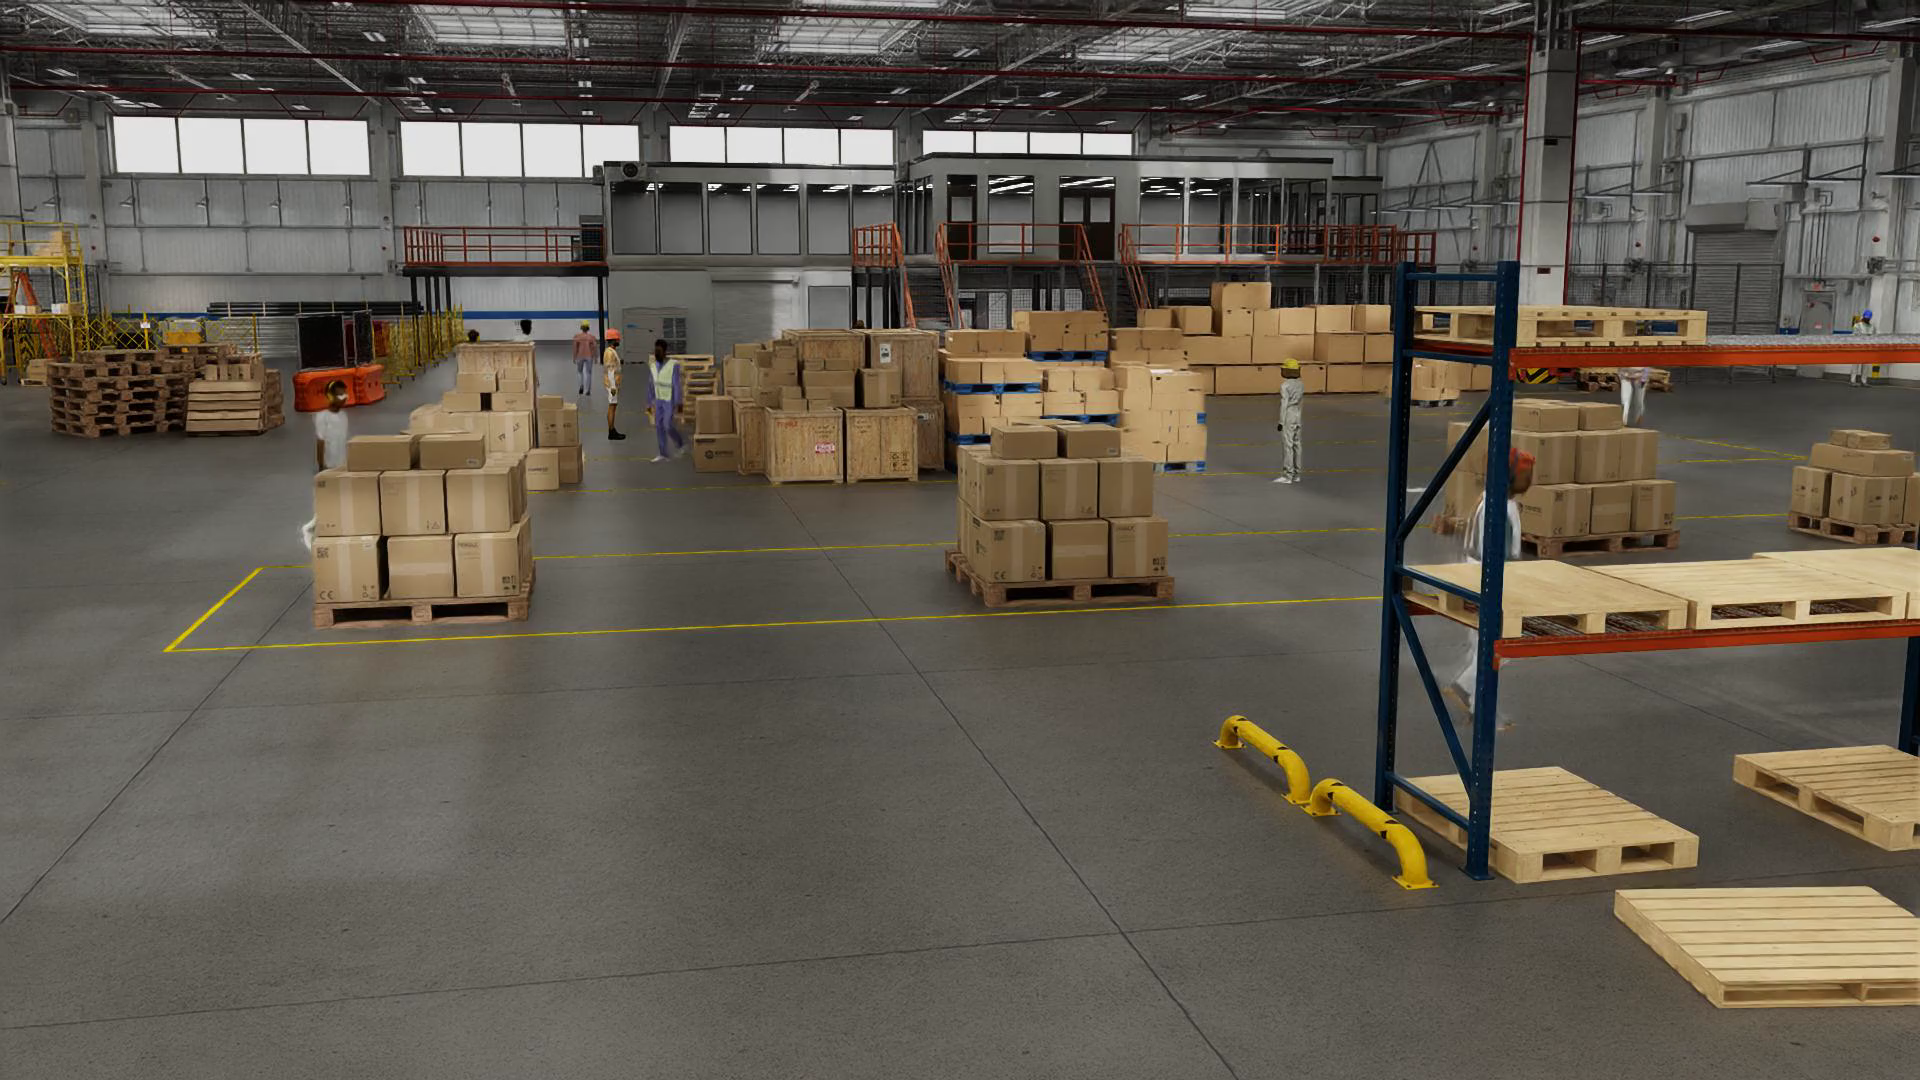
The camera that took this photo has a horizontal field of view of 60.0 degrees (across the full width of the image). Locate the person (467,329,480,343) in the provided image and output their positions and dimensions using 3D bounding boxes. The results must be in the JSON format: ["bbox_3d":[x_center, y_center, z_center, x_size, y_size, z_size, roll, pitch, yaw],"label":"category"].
[{"bbox_3d":[-9.314,-3.107,31.771,0.527,1.838,0.919,1,9,6],"label":"person"}]

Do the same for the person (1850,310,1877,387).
[{"bbox_3d":[22.614,-4.779,41.624,0.604,1.937,0.403,0,9,0],"label":"person"}]

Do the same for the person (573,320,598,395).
[{"bbox_3d":[-8.831,-4.302,39.245,0.559,1.750,0.449,-2,9,-11],"label":"person"}]

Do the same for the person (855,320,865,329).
[{"bbox_3d":[-2.193,-3.950,36.850,0.508,1.847,0.345,1,9,6],"label":"person"}]

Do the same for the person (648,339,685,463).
[{"bbox_3d":[-4.525,-2.143,25.622,0.611,1.904,0.494,7,12,37],"label":"person"}]

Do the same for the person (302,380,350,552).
[{"bbox_3d":[-6.497,-0.732,17.198,0.622,1.852,0.522,4,10,20],"label":"person"}]

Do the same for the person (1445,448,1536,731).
[{"bbox_3d":[3.446,0.326,10.708,0.414,1.866,0.626,5,10,27],"label":"person"}]

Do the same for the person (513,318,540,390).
[{"bbox_3d":[-8.981,-3.604,34.438,0.623,1.949,0.454,6,11,31],"label":"person"}]

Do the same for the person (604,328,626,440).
[{"bbox_3d":[-6.043,-2.720,29.058,0.343,1.942,0.548,-1,9,-8],"label":"person"}]

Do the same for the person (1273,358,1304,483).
[{"bbox_3d":[4.600,-1.668,23.247,0.294,1.744,0.487,9,13,43],"label":"person"}]

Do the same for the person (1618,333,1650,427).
[{"bbox_3d":[12.740,-3.032,31.411,0.610,1.803,0.871,6,11,31],"label":"person"}]
